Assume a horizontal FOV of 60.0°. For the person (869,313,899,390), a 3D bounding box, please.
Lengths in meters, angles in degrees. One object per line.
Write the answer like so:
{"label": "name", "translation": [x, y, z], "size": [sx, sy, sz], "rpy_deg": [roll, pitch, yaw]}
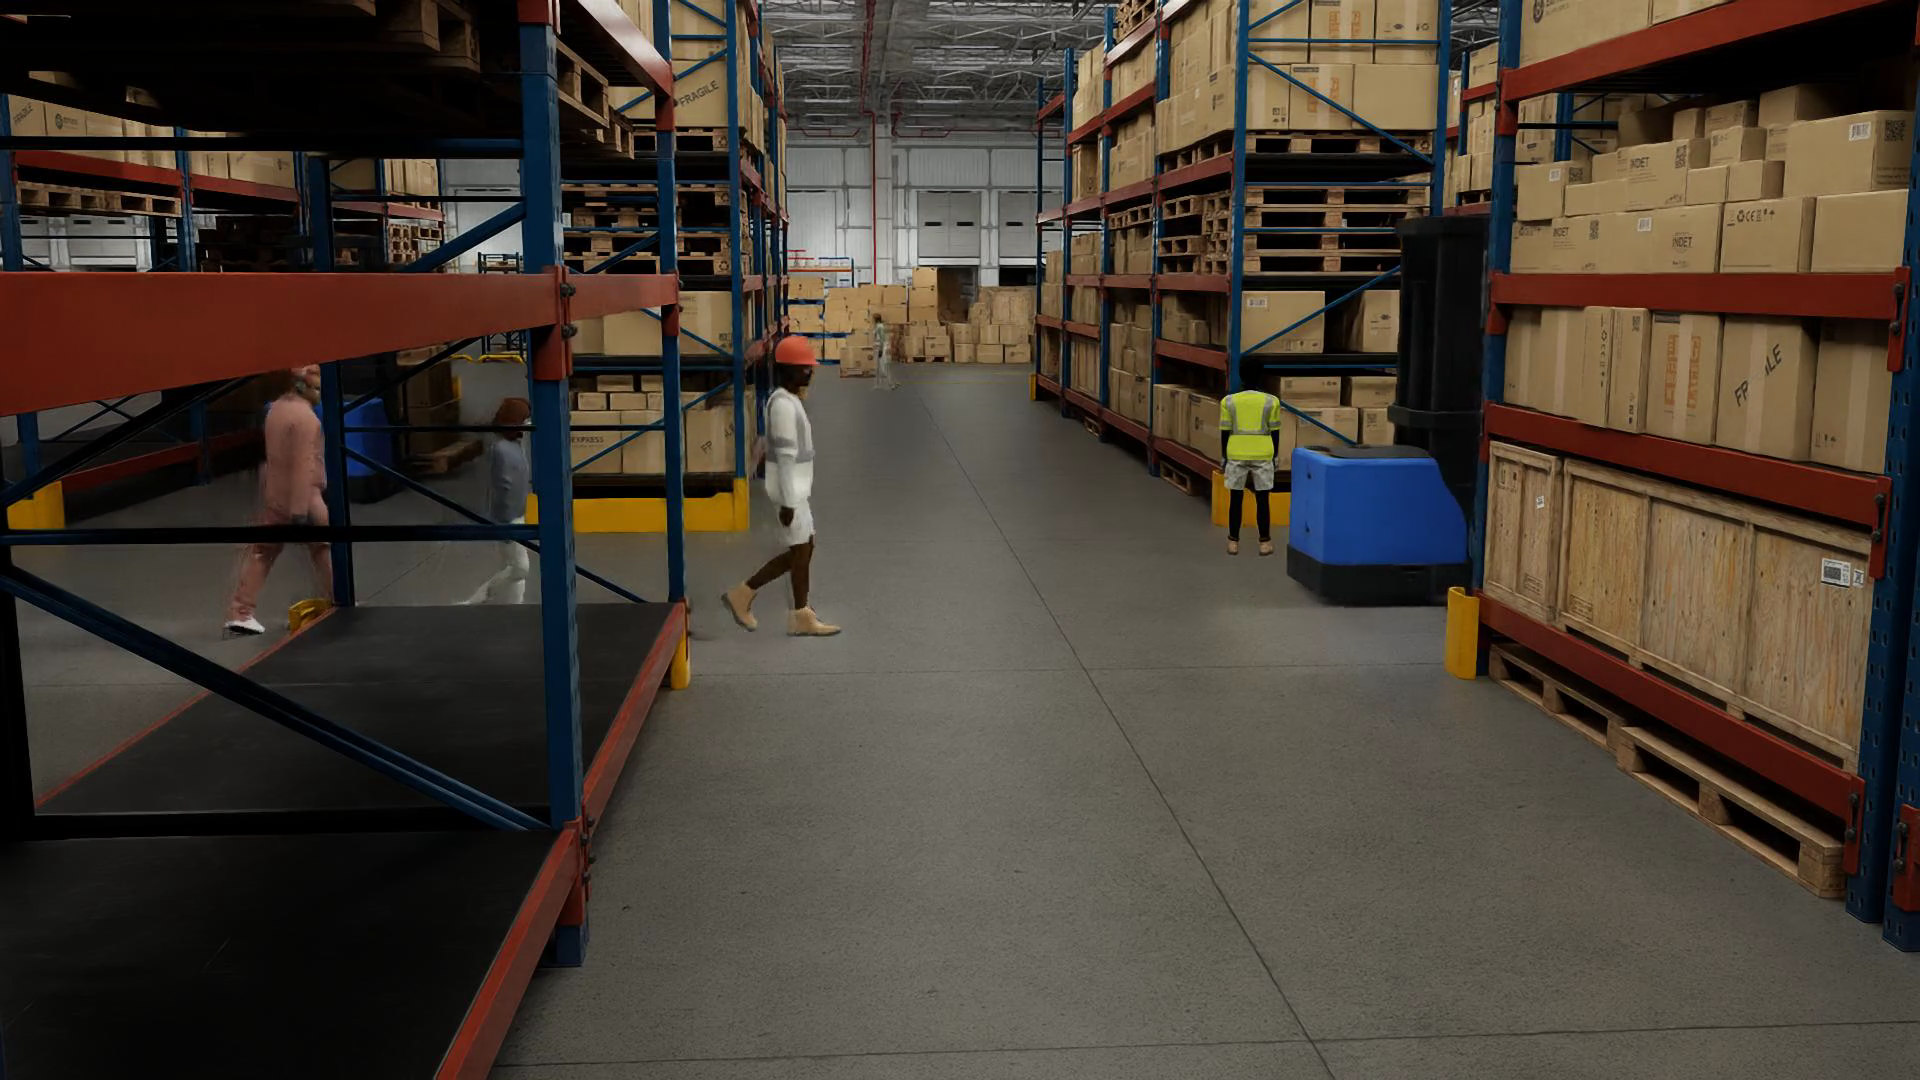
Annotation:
{"label": "person", "translation": [-1.594, -3.964, 35.005], "size": [0.673, 1.617, 0.549], "rpy_deg": [-2, 9, -13]}

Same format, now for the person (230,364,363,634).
{"label": "person", "translation": [-4.467, -0.276, 11.165], "size": [0.714, 1.833, 1.021], "rpy_deg": [9, 13, 43]}

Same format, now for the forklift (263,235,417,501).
{"label": "forklift", "translation": [-6.744, -1.887, 17.981], "size": [1.129, 2.768, 1.873], "rpy_deg": [-1, 9, -4]}

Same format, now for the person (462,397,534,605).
{"label": "person", "translation": [-2.994, -0.130, 10.888], "size": [0.450, 1.614, 0.514], "rpy_deg": [-1, 9, -5]}

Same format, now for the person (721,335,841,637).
{"label": "person", "translation": [-1.172, -0.334, 10.933], "size": [0.676, 2.024, 0.609], "rpy_deg": [0, 9, -3]}

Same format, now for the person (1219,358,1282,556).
{"label": "person", "translation": [2.484, -0.704, 14.251], "size": [0.530, 1.697, 0.321], "rpy_deg": [2, 9, 14]}

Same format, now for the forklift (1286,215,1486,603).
{"label": "forklift", "translation": [3.513, -1.000, 12.411], "size": [1.873, 2.768, 1.129], "rpy_deg": [-1, 9, -5]}
